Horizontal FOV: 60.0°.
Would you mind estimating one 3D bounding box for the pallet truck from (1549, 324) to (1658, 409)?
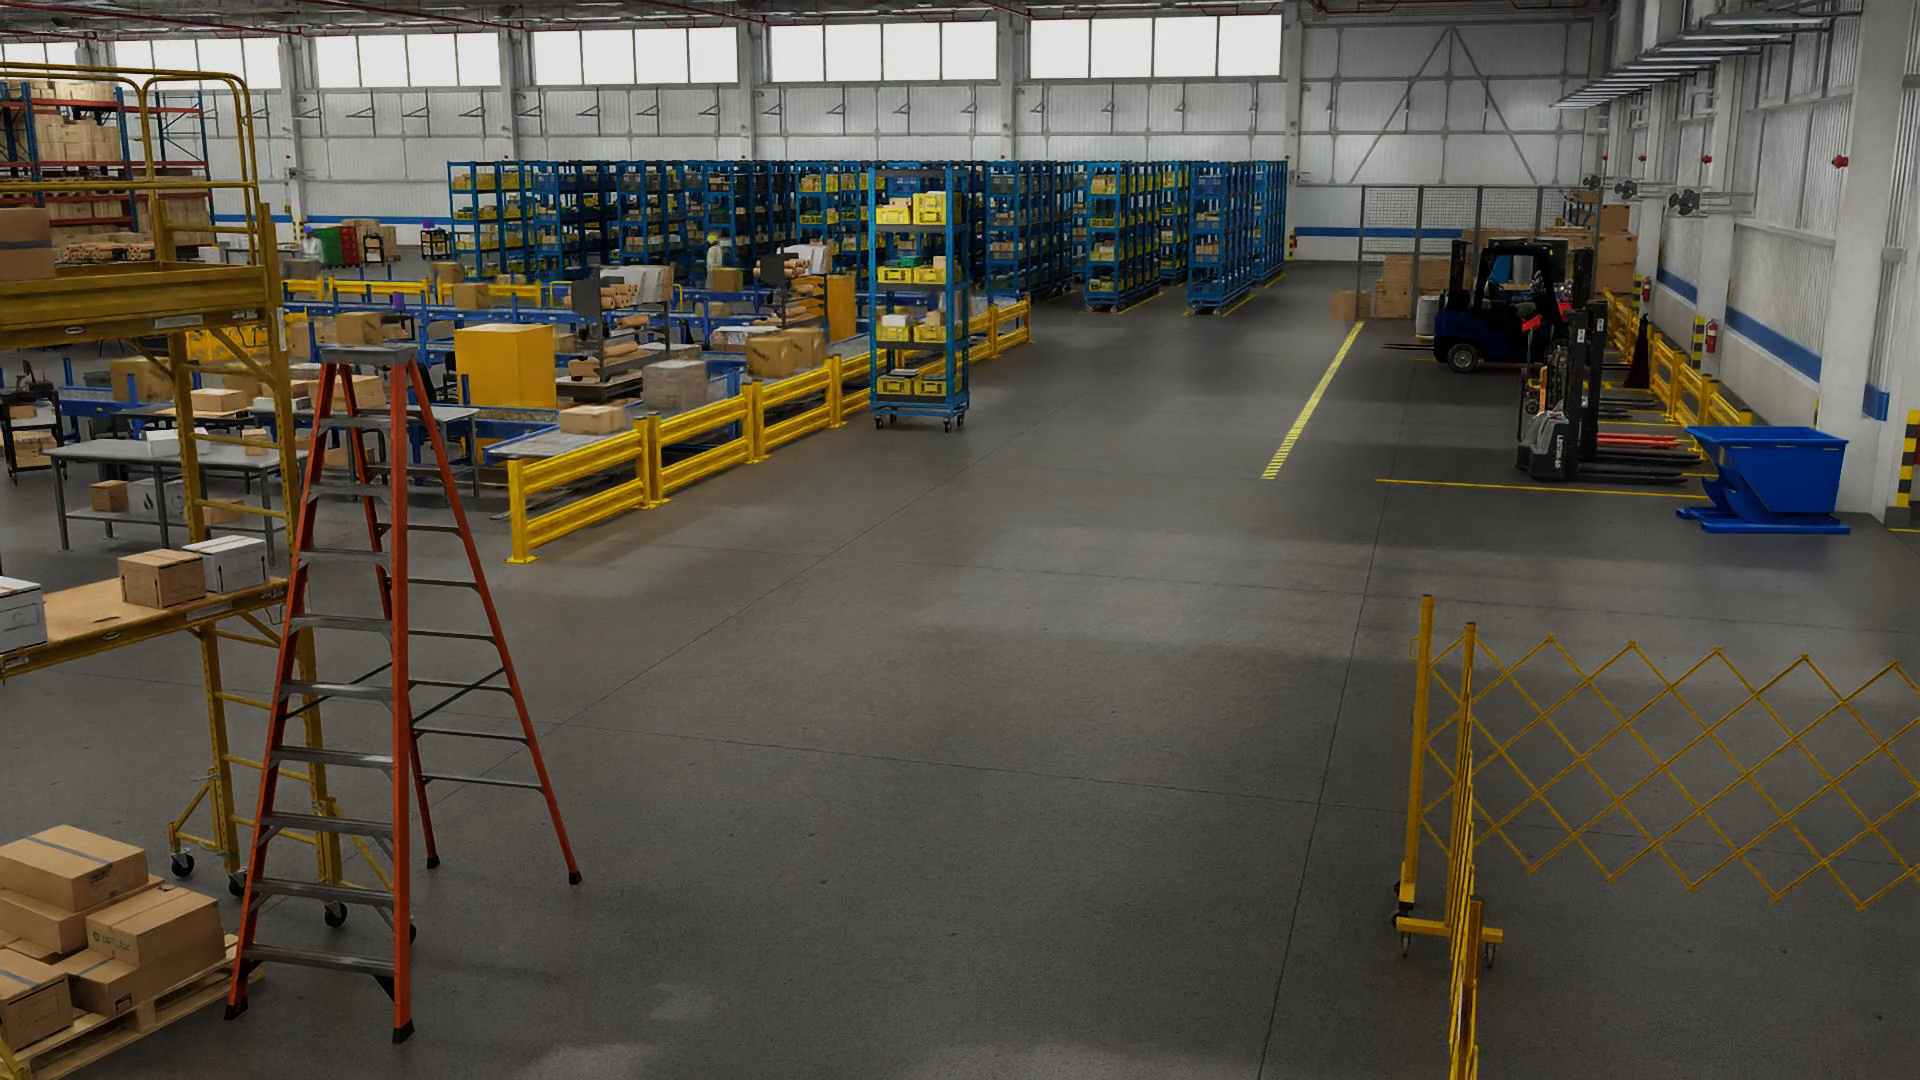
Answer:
[{"bbox_3d":[9.824,-2.669,25.407,1.601,1.201,0.680,4,14,16],"label":"pallet truck"}]

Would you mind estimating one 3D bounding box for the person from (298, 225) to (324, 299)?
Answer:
[{"bbox_3d":[-17.262,-7.391,44.250,0.622,1.932,0.424,-2,13,-8],"label":"person"}]

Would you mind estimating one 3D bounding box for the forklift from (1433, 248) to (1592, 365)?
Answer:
[{"bbox_3d":[9.780,-4.111,29.280,2.680,1.987,1.157,3,13,14],"label":"forklift"}]

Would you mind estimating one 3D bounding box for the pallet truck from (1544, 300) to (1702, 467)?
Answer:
[{"bbox_3d":[8.263,-1.952,20.631,1.885,1.965,0.823,5,14,20],"label":"pallet truck"}]

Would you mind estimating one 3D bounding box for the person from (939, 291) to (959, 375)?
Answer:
[{"bbox_3d":[-0.219,-3.548,27.465,0.406,2.035,0.602,0,13,0],"label":"person"}]

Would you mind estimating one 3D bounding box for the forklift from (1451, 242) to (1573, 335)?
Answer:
[{"bbox_3d":[10.464,-4.597,31.405,2.680,1.987,1.157,4,14,16],"label":"forklift"}]

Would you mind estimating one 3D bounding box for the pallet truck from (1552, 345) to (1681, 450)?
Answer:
[{"bbox_3d":[8.641,-1.896,21.908,1.630,1.274,0.653,4,14,16],"label":"pallet truck"}]

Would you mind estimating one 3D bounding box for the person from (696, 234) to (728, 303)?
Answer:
[{"bbox_3d":[-6.311,-6.919,42.565,0.932,1.784,0.593,5,14,20],"label":"person"}]

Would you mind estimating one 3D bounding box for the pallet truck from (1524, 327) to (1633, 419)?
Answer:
[{"bbox_3d":[9.065,-2.460,24.370,1.522,1.261,0.704,3,13,14],"label":"pallet truck"}]

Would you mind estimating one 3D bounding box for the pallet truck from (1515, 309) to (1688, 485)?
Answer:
[{"bbox_3d":[7.554,-1.677,19.446,1.885,1.965,0.823,3,13,14],"label":"pallet truck"}]
